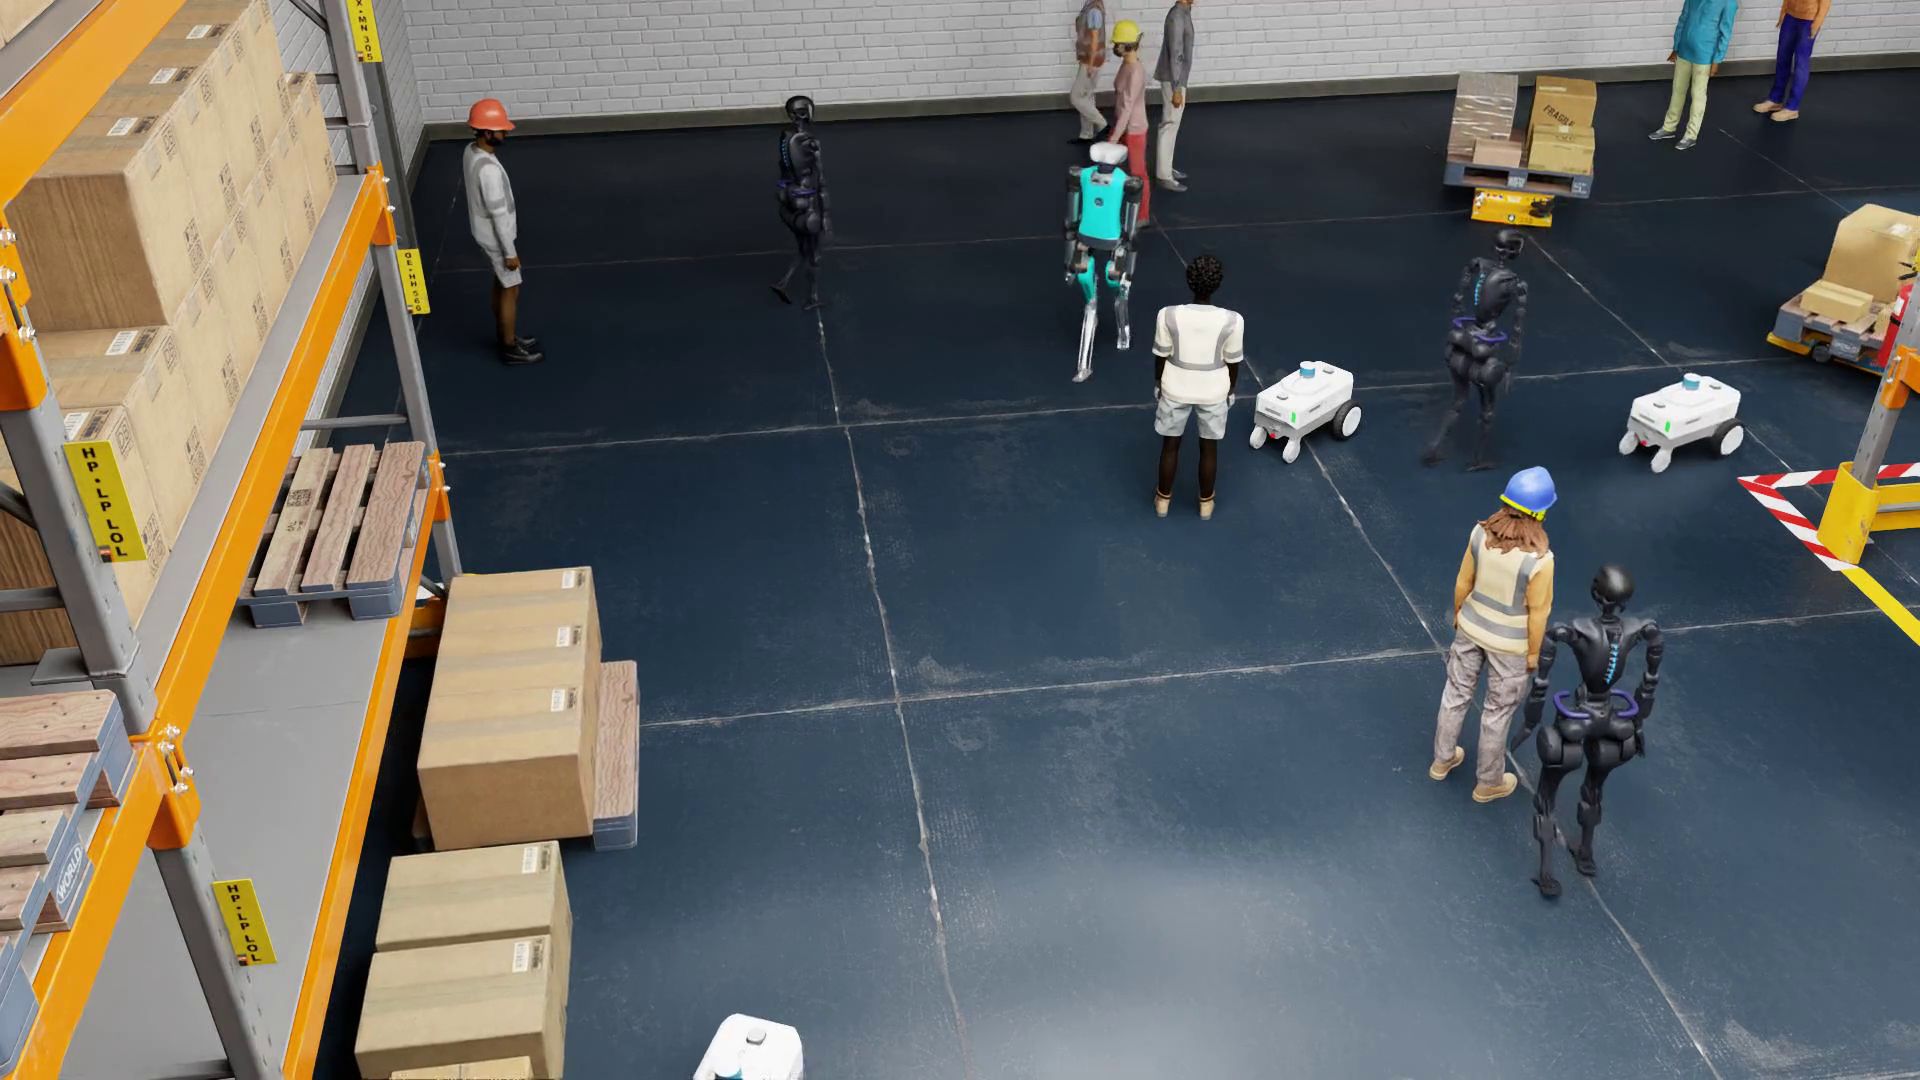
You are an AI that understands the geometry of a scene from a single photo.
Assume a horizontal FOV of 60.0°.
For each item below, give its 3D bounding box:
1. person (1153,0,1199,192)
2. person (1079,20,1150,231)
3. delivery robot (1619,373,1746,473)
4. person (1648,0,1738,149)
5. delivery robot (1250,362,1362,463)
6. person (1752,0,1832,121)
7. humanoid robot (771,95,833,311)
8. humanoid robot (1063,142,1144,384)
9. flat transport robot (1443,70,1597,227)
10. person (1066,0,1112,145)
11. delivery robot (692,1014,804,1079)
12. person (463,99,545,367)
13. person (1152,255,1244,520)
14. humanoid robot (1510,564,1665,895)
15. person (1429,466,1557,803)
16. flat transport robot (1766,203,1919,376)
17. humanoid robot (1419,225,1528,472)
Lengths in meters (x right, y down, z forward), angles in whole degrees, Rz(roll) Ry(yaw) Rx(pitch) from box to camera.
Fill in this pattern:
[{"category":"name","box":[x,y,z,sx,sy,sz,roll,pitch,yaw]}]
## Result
[{"category":"person","box":[1.868,-4.009,14.507,0.374,1.897,0.547,4,33,6]},{"category":"person","box":[1.276,-3.370,13.666,0.729,1.740,0.531,-6,34,-9]},{"category":"delivery robot","box":[4.706,-0.804,10.815,0.773,0.586,0.499,-17,37,-24]},{"category":"person","box":[6.817,-4.521,15.421,0.341,1.748,0.572,-15,36,-22]},{"category":"delivery robot","box":[2.263,-0.894,10.949,0.774,0.581,0.499,-29,43,-36]},{"category":"person","box":[8.137,-5.074,16.073,0.398,1.974,0.518,-11,35,-17]},{"category":"humanoid robot","box":[-1.216,-2.474,12.354,0.449,1.637,0.607,-24,40,-32]},{"category":"humanoid robot","box":[1.062,-1.996,11.606,0.555,1.805,0.912,12,35,18]},{"category":"flat transport robot","box":[4.871,-3.123,14.638,0.659,0.231,1.431,9,34,14]},{"category":"person","box":[1.176,-4.451,15.372,0.369,1.677,0.462,0,33,0]},{"category":"delivery robot","box":[-0.852,2.179,6.242,0.513,0.584,0.744,9,34,14]},{"category":"person","box":[-3.198,-2.132,11.608,0.387,1.924,0.549,-16,36,-23]},{"category":"person","box":[1.395,-0.887,9.907,0.533,1.693,0.320,6,34,9]},{"category":"humanoid robot","box":[2.765,0.859,7.287,0.584,1.673,0.448,-1,33,-1]},{"category":"person","box":[2.516,0.440,7.795,0.325,1.777,0.464,-25,41,-33]},{"category":"flat transport robot","box":[6.655,-1.366,11.946,0.659,0.231,1.431,-28,42,-36]},{"category":"humanoid robot","box":[3.218,-1.170,10.371,0.390,1.655,0.610,-17,37,-24]}]
